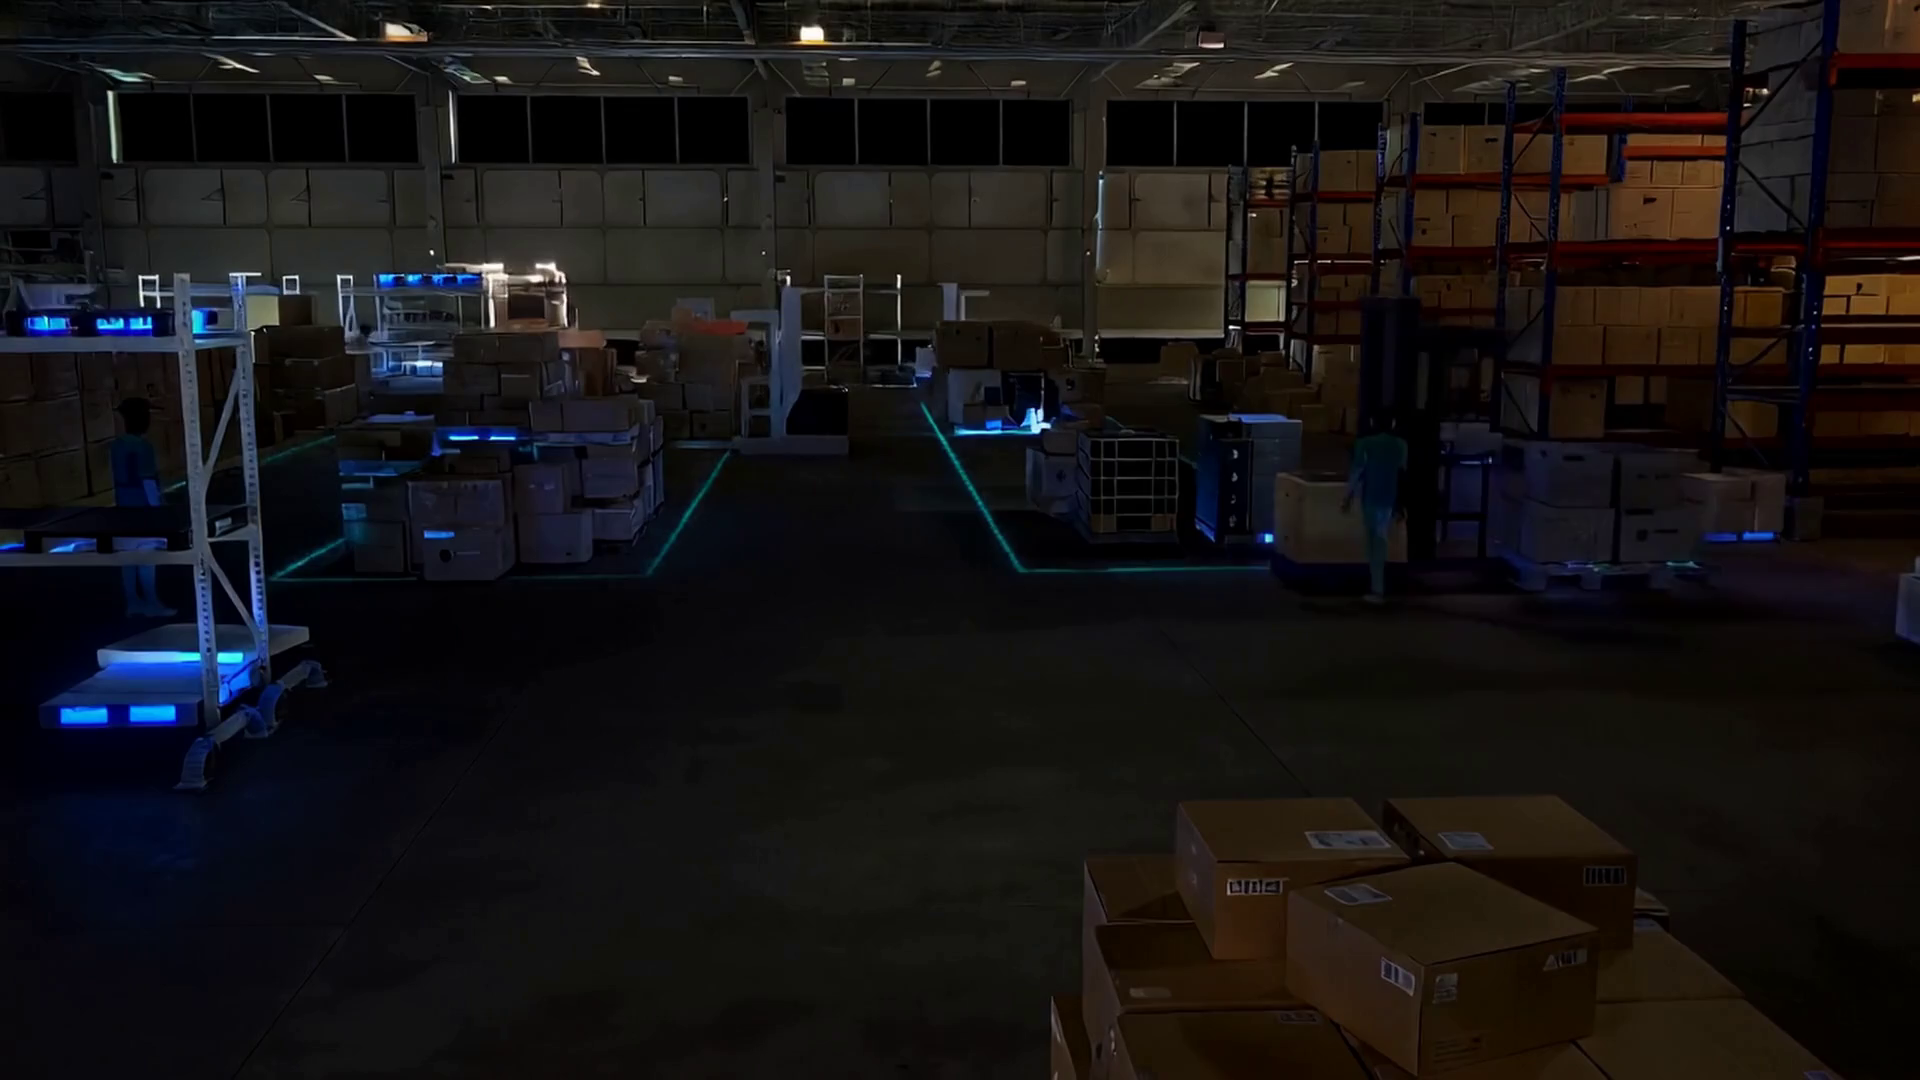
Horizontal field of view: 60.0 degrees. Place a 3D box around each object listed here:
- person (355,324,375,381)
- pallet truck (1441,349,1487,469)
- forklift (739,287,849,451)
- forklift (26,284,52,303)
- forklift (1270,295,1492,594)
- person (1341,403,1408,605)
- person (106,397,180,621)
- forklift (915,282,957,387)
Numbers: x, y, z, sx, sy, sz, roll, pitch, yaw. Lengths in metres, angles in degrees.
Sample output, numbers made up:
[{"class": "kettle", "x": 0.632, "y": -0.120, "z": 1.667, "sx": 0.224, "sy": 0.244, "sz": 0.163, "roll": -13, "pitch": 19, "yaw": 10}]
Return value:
[{"class": "person", "x": -13.559, "y": -3.959, "z": 37.900, "sx": 0.509, "sy": 1.915, "sz": 0.664, "roll": -4, "pitch": 10, "yaw": -26}, {"class": "pallet truck", "x": 8.004, "y": -2.170, "z": 26.422, "sx": 0.823, "sy": 1.965, "sz": 1.885, "roll": 2, "pitch": 9, "yaw": 14}, {"class": "forklift", "x": -2.857, "y": -2.959, "z": 28.607, "sx": 1.873, "sy": 2.768, "sz": 1.129, "roll": -1, "pitch": 9, "yaw": -4}, {"class": "forklift", "x": -19.949, "y": -4.176, "z": 36.253, "sx": 1.873, "sy": 2.768, "sz": 1.129, "roll": -6, "pitch": 11, "yaw": -32}, {"class": "forklift", "x": 4.055, "y": -0.951, "z": 16.001, "sx": 1.873, "sy": 2.768, "sz": 1.129, "roll": -1, "pitch": 9, "yaw": -4}, {"class": "person", "x": 3.830, "y": -0.347, "z": 15.447, "sx": 0.542, "sy": 1.839, "sz": 0.716, "roll": -2, "pitch": 9, "yaw": -10}, {"class": "person", "x": -7.203, "y": -0.273, "z": 14.605, "sx": 0.600, "sy": 1.967, "sz": 0.368, "roll": 6, "pitch": 11, "yaw": 34}, {"class": "forklift", "x": -0.281, "y": -5.566, "z": 44.980, "sx": 1.873, "sy": 2.768, "sz": 1.129, "roll": -1, "pitch": 9, "yaw": -4}]
